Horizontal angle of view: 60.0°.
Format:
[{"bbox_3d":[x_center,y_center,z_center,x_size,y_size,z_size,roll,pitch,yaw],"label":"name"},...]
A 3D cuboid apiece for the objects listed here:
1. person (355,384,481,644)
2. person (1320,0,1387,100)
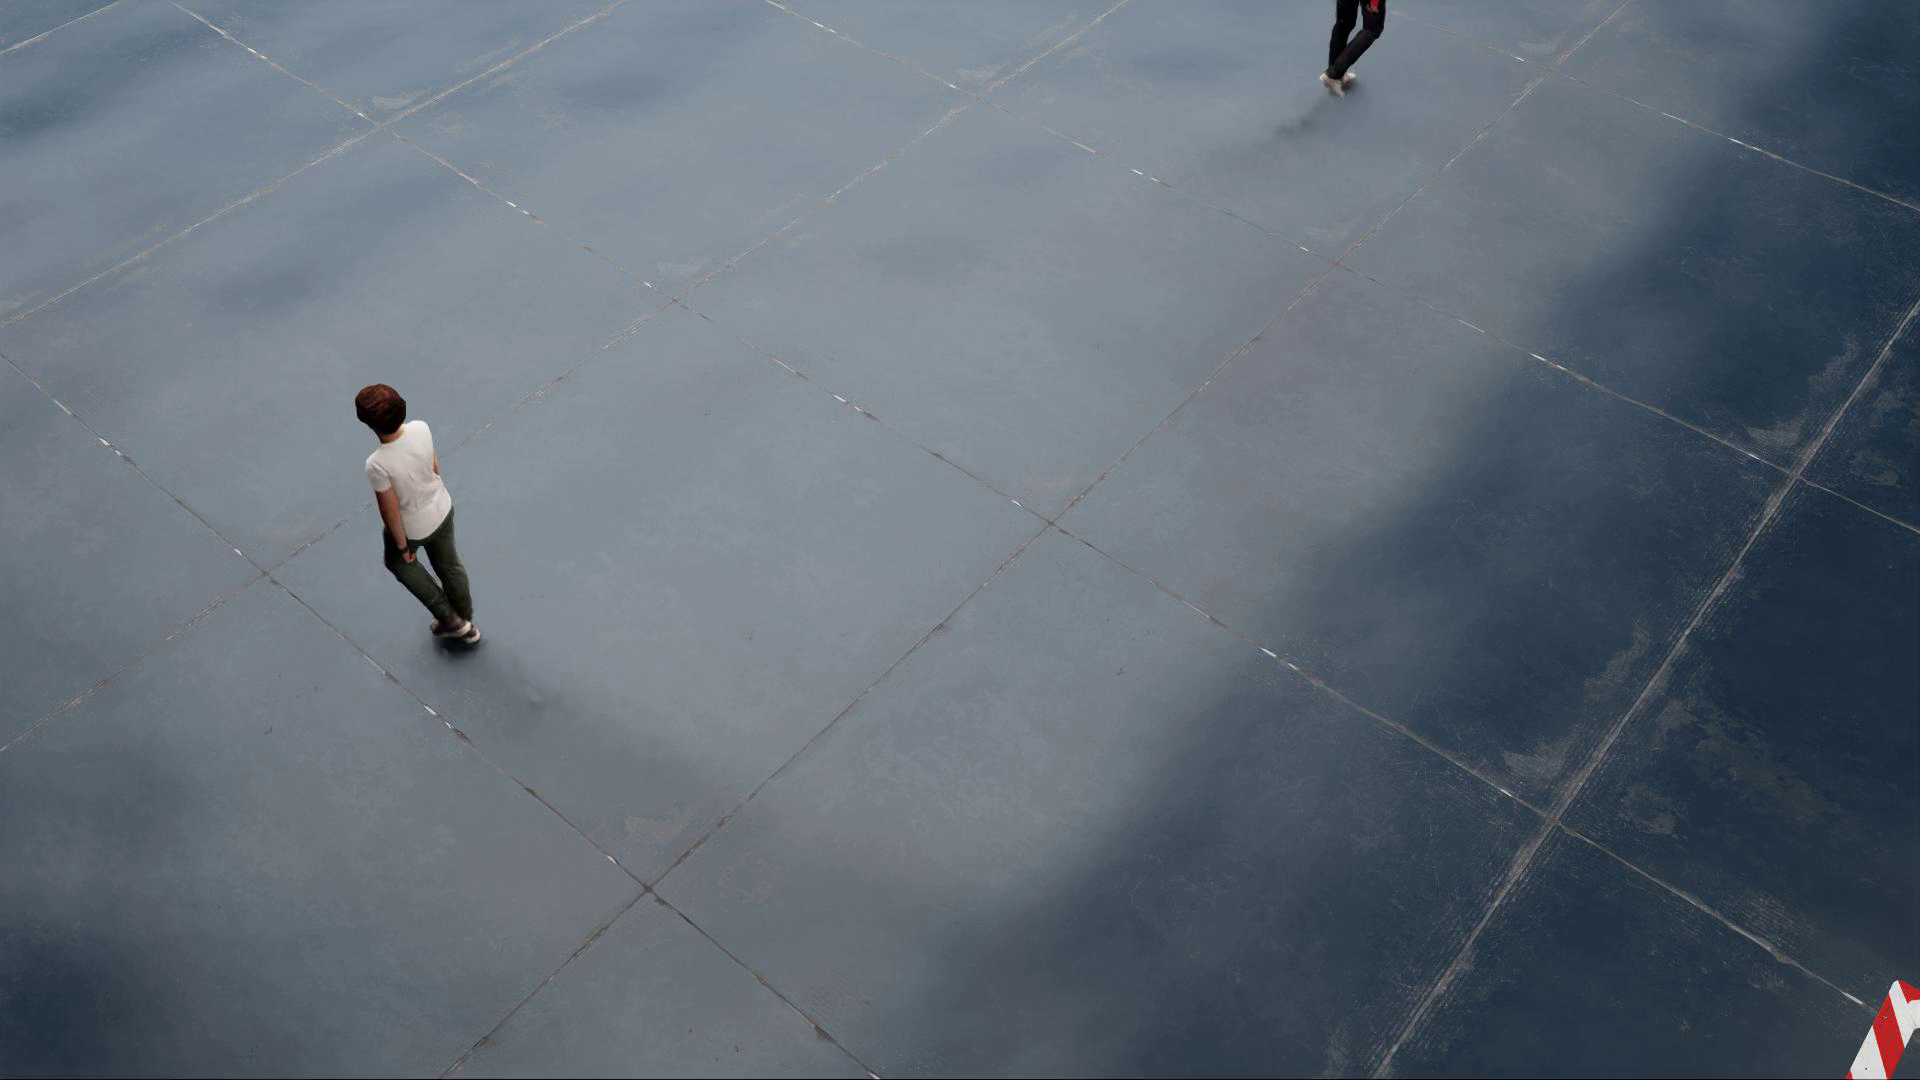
[{"bbox_3d":[-2.540,-0.065,8.006,0.634,1.643,0.593,26,52,22],"label":"person"},{"bbox_3d":[2.687,-3.824,11.409,0.778,1.749,0.754,-31,54,-25],"label":"person"}]
